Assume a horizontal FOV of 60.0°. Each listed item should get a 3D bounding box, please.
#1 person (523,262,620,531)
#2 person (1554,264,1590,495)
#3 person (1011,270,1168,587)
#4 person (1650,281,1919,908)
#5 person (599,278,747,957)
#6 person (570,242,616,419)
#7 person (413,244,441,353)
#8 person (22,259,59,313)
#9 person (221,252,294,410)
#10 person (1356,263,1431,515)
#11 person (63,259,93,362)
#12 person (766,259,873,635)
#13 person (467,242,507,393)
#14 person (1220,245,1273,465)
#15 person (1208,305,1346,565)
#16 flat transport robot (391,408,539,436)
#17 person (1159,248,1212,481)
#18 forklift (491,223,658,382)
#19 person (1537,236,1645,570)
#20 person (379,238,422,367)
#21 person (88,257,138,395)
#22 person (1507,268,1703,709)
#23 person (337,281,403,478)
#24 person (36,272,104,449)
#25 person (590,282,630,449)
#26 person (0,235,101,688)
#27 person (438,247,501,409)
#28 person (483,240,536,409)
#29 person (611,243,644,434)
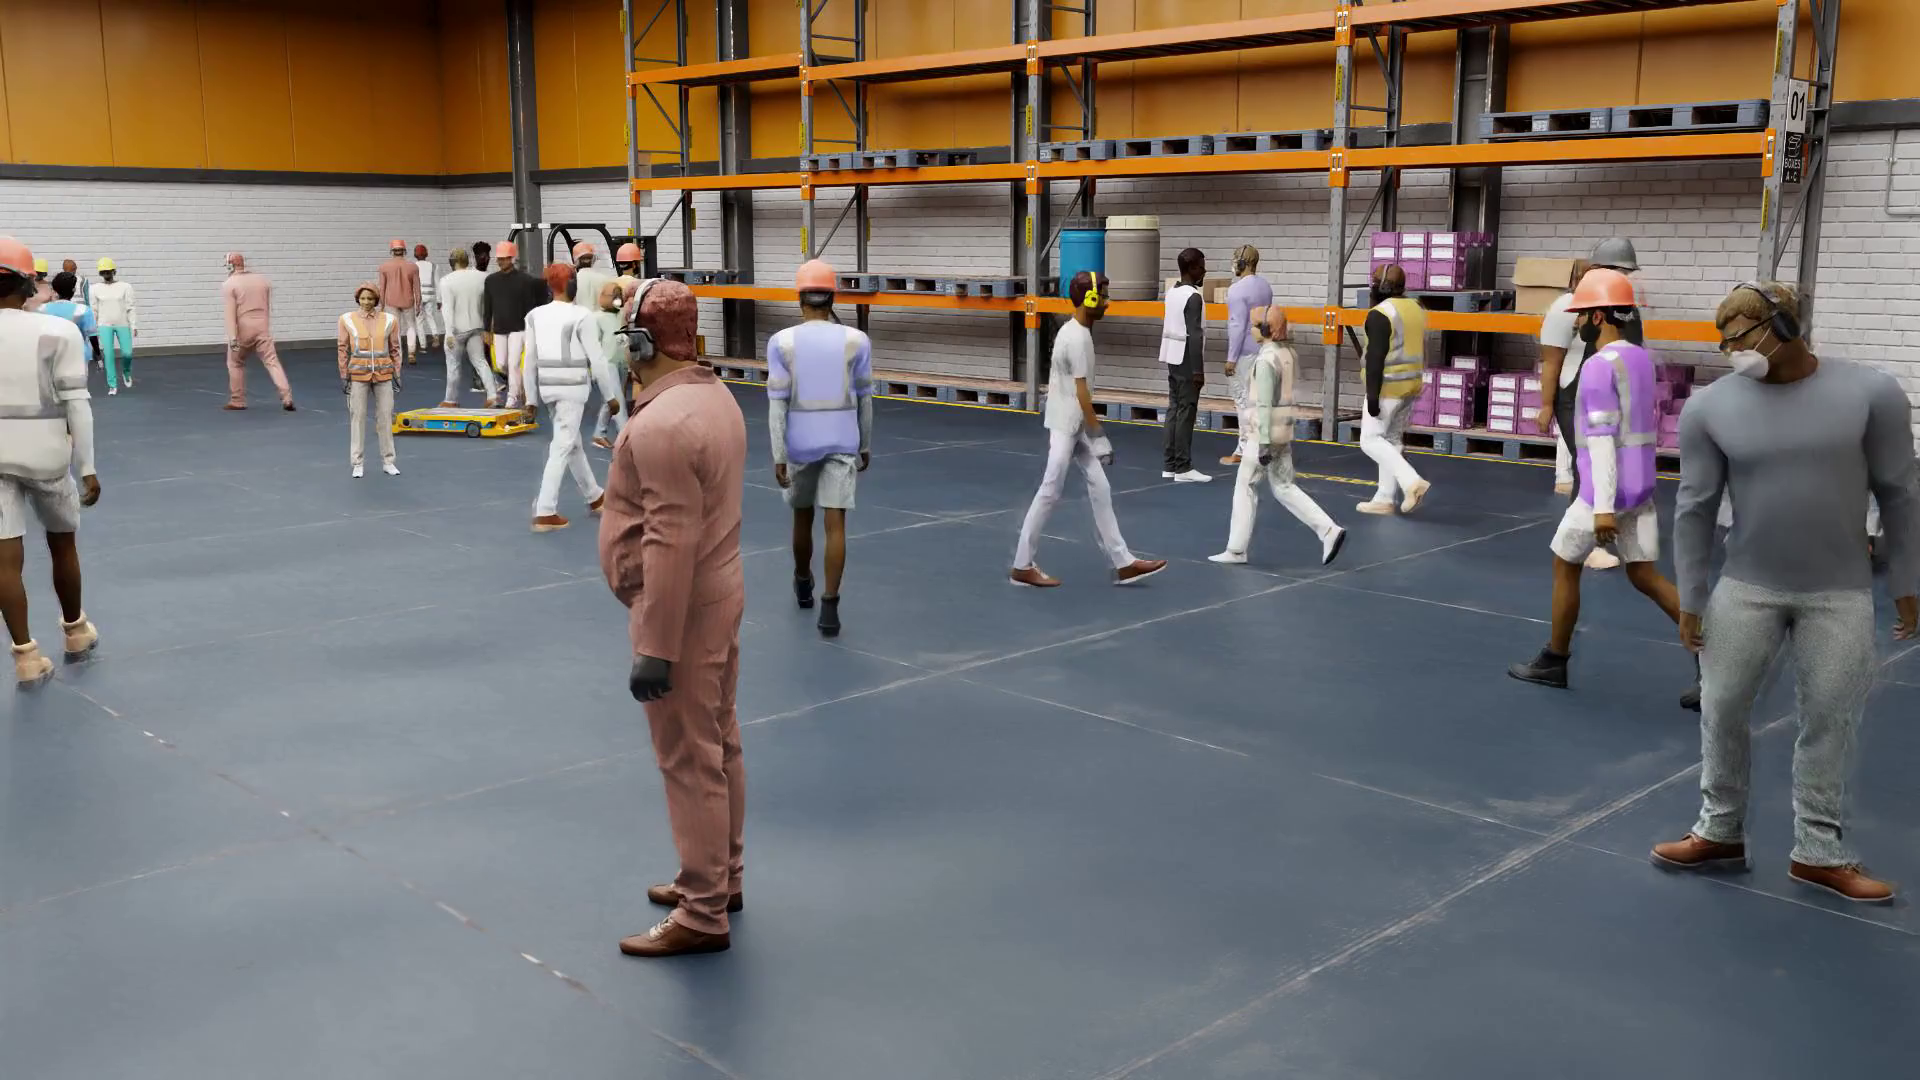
[{"bbox_3d":[-2.700,-1.015,11.643,0.583,1.827,0.989,6,12,31],"label":"person"},{"bbox_3d":[4.913,-1.258,12.989,0.618,1.836,0.431,-9,14,-40],"label":"person"},{"bbox_3d":[0.720,-0.613,9.485,0.931,1.815,0.524,1,10,8],"label":"person"},{"bbox_3d":[2.547,0.170,5.057,0.743,1.893,0.363,5,12,26],"label":"person"},{"bbox_3d":[-0.813,0.223,4.707,0.399,1.905,0.642,1,10,5],"label":"person"},{"bbox_3d":[-4.154,-2.336,18.551,0.671,1.931,1.040,-8,13,-36],"label":"person"},{"bbox_3d":[-9.210,-4.136,28.577,0.580,1.866,0.565,-6,12,-31],"label":"person"},{"bbox_3d":[-12.030,-2.821,21.798,0.540,1.710,0.861,-2,11,-9],"label":"person"},{"bbox_3d":[-8.142,-2.392,19.173,0.921,1.845,0.672,6,12,31],"label":"person"},{"bbox_3d":[3.132,-1.059,11.907,0.557,1.827,0.640,10,14,44],"label":"person"},{"bbox_3d":[-14.145,-3.653,26.556,0.514,1.642,0.310,-7,13,-35],"label":"person"},{"bbox_3d":[-0.730,-0.507,8.709,0.550,1.884,0.988,-1,10,-6],"label":"person"},{"bbox_3d":[-6.010,-2.824,21.222,0.922,1.929,0.642,7,13,35],"label":"person"},{"bbox_3d":[2.523,-1.619,14.654,0.374,1.939,0.629,8,13,36],"label":"person"},{"bbox_3d":[1.946,-0.622,10.108,0.765,1.611,0.516,6,12,28],"label":"person"},{"bbox_3d":[-5.118,-1.215,16.998,1.431,0.197,0.652,2,11,12],"label":"flat transport robot"},{"bbox_3d":[1.856,-1.441,13.743,0.380,1.915,0.596,-3,11,-14],"label":"person"},{"bbox_3d":[-5.316,-3.263,22.920,2.313,2.155,1.214,-10,14,-44],"label":"forklift"},{"bbox_3d":[3.975,-0.844,10.149,0.710,2.000,0.788,-4,11,-22],"label":"person"},{"bbox_3d":[-8.605,-3.638,25.567,0.620,1.978,0.438,-4,11,-20],"label":"person"},{"bbox_3d":[-10.824,-2.740,21.280,0.542,1.750,0.560,-5,11,-24],"label":"person"},{"bbox_3d":[2.927,-0.219,7.193,0.567,1.895,0.969,-10,14,-42],"label":"person"},{"bbox_3d":[-4.954,-1.348,13.992,0.513,1.639,0.311,-6,12,-29],"label":"person"},{"bbox_3d":[-8.516,-1.739,16.021,0.554,1.662,0.806,0,10,-1],"label":"person"},{"bbox_3d":[-3.218,-1.613,15.568,0.851,1.588,0.514,8,13,38],"label":"person"},{"bbox_3d":[-4.301,-0.377,7.668,0.644,2.009,0.908,-3,11,-18],"label":"person"},{"bbox_3d":[-5.646,-2.403,19.065,1.004,1.897,0.648,8,13,38],"label":"person"},{"bbox_3d":[-5.073,-2.402,18.848,0.630,1.967,0.837,2,11,12],"label":"person"},{"bbox_3d":[-3.325,-2.032,16.899,0.546,1.941,0.358,8,13,37],"label":"person"}]
